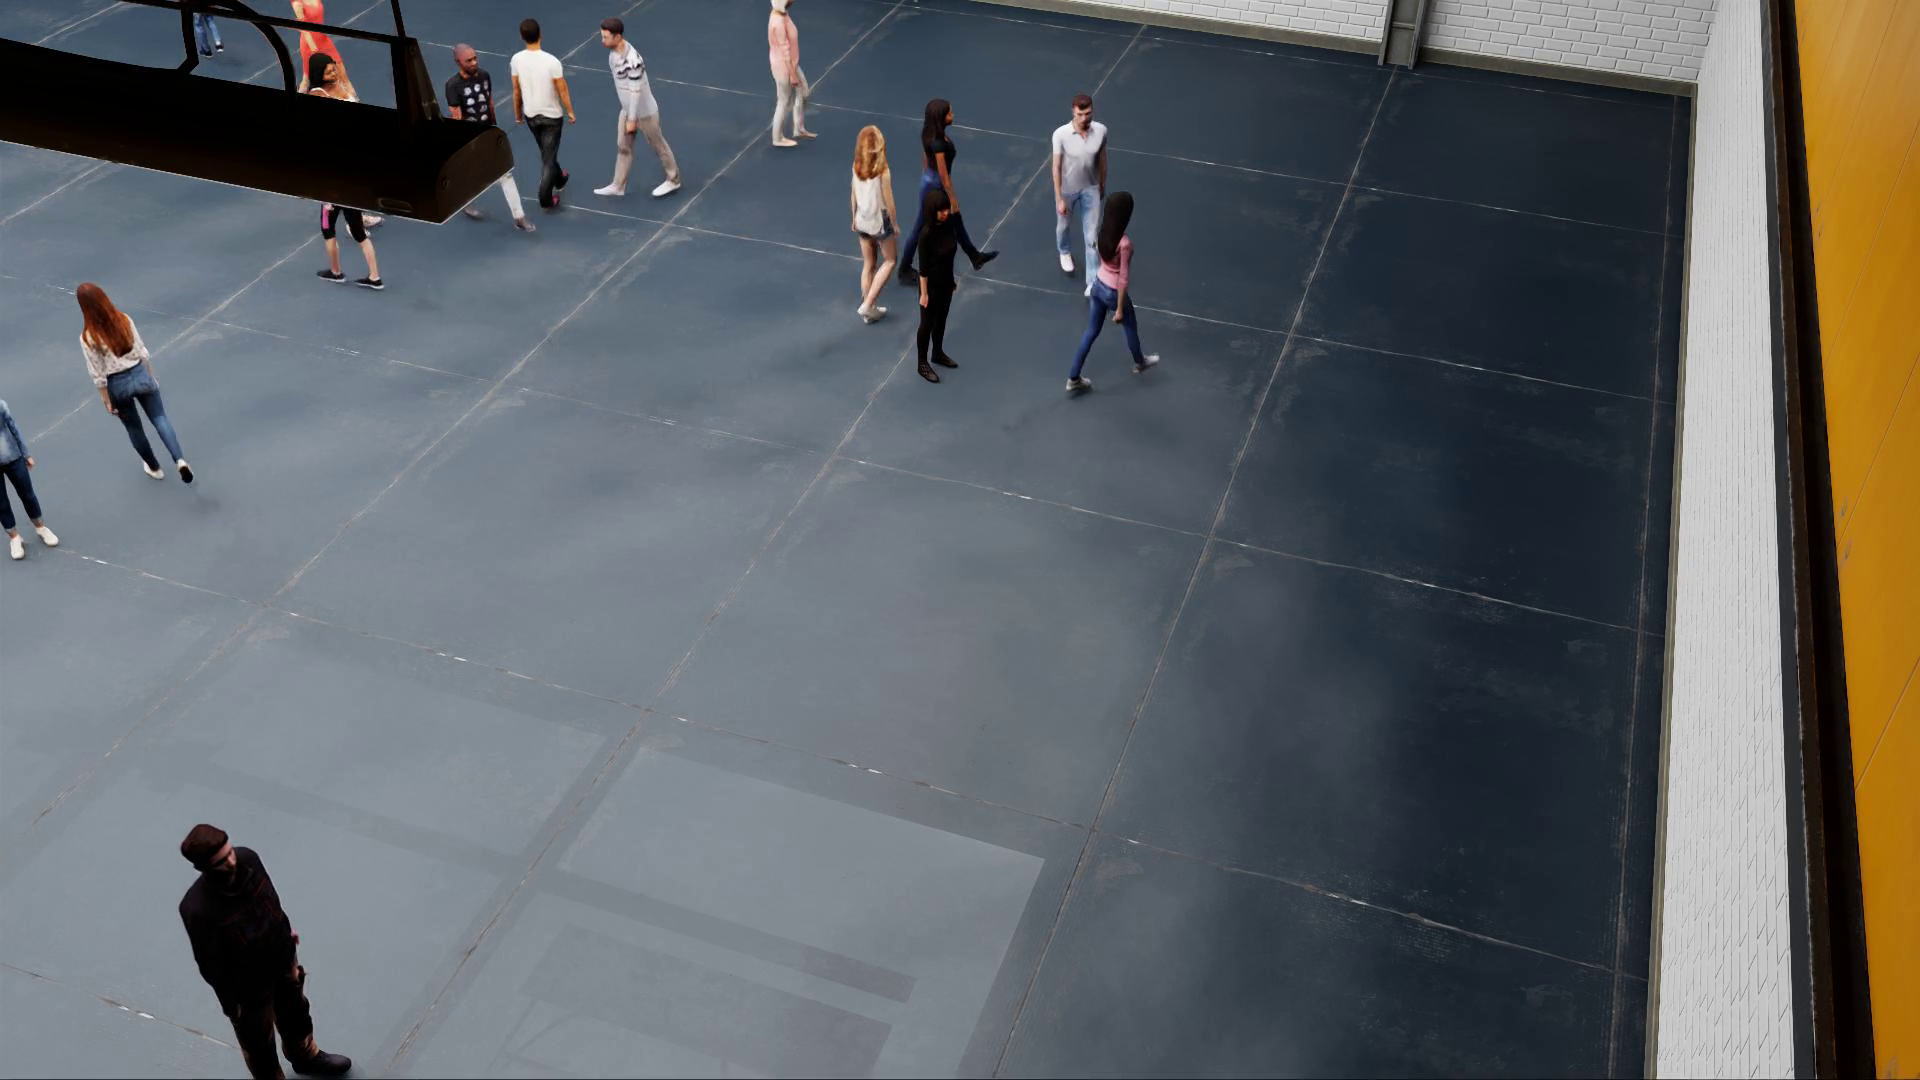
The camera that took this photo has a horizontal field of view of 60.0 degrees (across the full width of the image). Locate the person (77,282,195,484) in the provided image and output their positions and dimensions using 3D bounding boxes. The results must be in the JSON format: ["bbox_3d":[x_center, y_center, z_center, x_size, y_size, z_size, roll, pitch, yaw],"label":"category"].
[{"bbox_3d":[-6.015,-1.098,12.134,0.981,1.716,0.806,30,47,32],"label":"person"}]

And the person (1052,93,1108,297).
[{"bbox_3d":[1.011,-3.076,14.546,1.266,1.798,1.111,-5,39,-7],"label":"person"}]

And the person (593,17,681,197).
[{"bbox_3d":[-2.984,-4.115,15.836,1.115,1.810,1.136,-23,44,-26],"label":"person"}]

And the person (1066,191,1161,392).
[{"bbox_3d":[1.127,-1.928,13.191,1.130,1.693,1.133,-21,43,-24],"label":"person"}]

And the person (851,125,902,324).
[{"bbox_3d":[-0.780,-2.582,13.974,0.704,1.738,0.763,29,47,32],"label":"person"}]

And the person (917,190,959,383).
[{"bbox_3d":[-0.200,-2.079,13.423,0.604,1.641,0.642,25,45,28],"label":"person"}]

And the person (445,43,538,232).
[{"bbox_3d":[-4.529,-3.727,15.398,1.334,1.750,0.974,28,46,30],"label":"person"}]

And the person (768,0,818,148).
[{"bbox_3d":[-1.844,-4.765,16.730,0.803,1.711,0.738,-2,39,-2],"label":"person"}]

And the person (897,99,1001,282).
[{"bbox_3d":[-0.307,-2.999,14.537,1.237,1.688,0.981,-6,39,-7],"label":"person"}]

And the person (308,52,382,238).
[{"bbox_3d":[-5.685,-3.627,15.233,0.698,1.802,0.740,0,39,0],"label":"person"}]

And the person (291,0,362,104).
[{"bbox_3d":[-6.695,-5.033,17.102,1.199,1.664,0.818,3,39,4],"label":"person"}]

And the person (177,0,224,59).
[{"bbox_3d":[-8.559,-6.032,18.685,0.598,1.250,0.583,30,47,32],"label":"person"}]

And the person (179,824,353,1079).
[{"bbox_3d":[-3.393,2.059,8.015,0.600,1.924,0.699,11,40,13],"label":"person"}]

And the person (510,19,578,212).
[{"bbox_3d":[-3.969,-3.950,15.665,0.933,1.766,0.849,7,39,9],"label":"person"}]

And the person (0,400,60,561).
[{"bbox_3d":[-6.730,-0.553,11.644,0.634,1.476,0.654,-26,45,-29],"label":"person"}]
